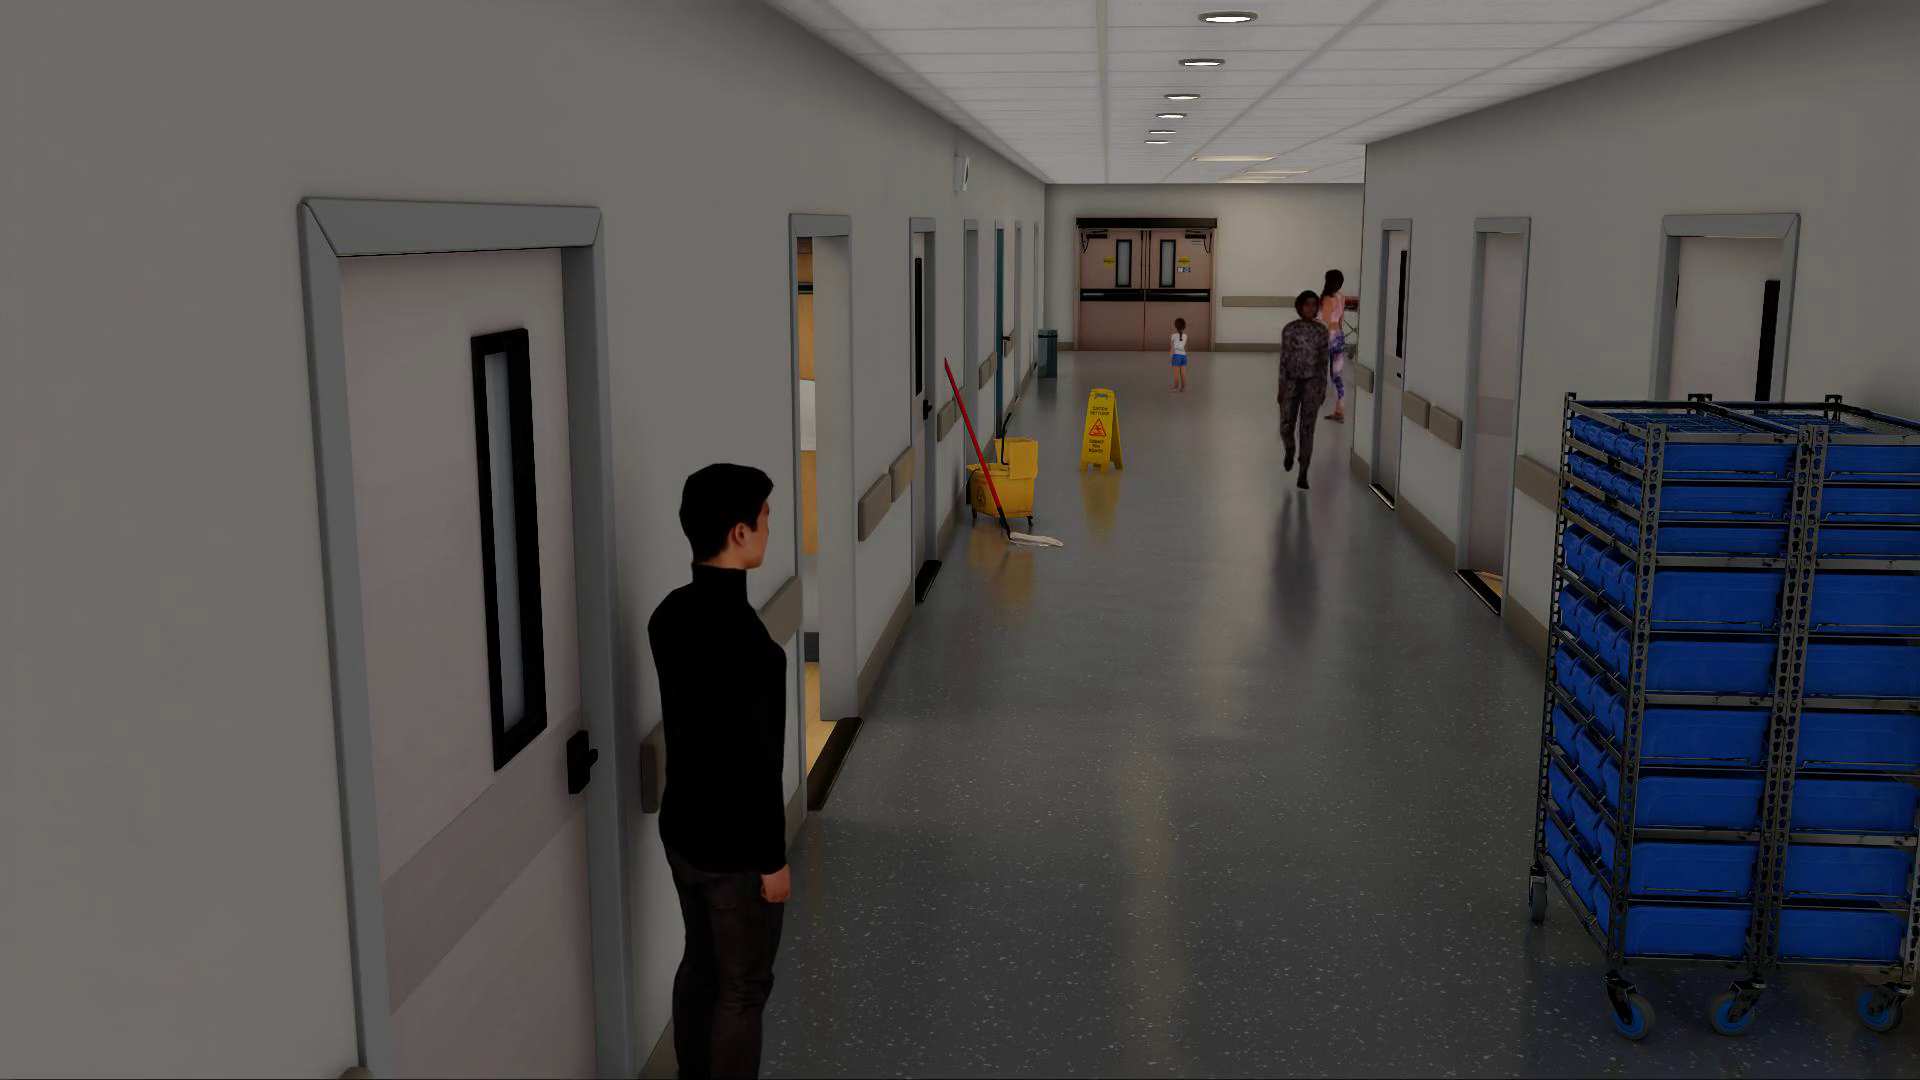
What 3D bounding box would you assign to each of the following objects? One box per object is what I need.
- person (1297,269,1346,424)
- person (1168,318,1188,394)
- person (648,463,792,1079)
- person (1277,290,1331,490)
[{"bbox_3d":[4.334,-2.214,19.127,0.856,1.750,0.907,-10,14,-42],"label":"person"},{"bbox_3d":[2.988,-2.526,22.732,0.484,1.019,0.521,-6,12,-28],"label":"person"},{"bbox_3d":[-0.570,0.672,3.995,0.781,1.722,0.689,-7,13,-32],"label":"person"},{"bbox_3d":[2.961,-1.301,14.457,0.596,1.697,0.867,1,11,6],"label":"person"}]
